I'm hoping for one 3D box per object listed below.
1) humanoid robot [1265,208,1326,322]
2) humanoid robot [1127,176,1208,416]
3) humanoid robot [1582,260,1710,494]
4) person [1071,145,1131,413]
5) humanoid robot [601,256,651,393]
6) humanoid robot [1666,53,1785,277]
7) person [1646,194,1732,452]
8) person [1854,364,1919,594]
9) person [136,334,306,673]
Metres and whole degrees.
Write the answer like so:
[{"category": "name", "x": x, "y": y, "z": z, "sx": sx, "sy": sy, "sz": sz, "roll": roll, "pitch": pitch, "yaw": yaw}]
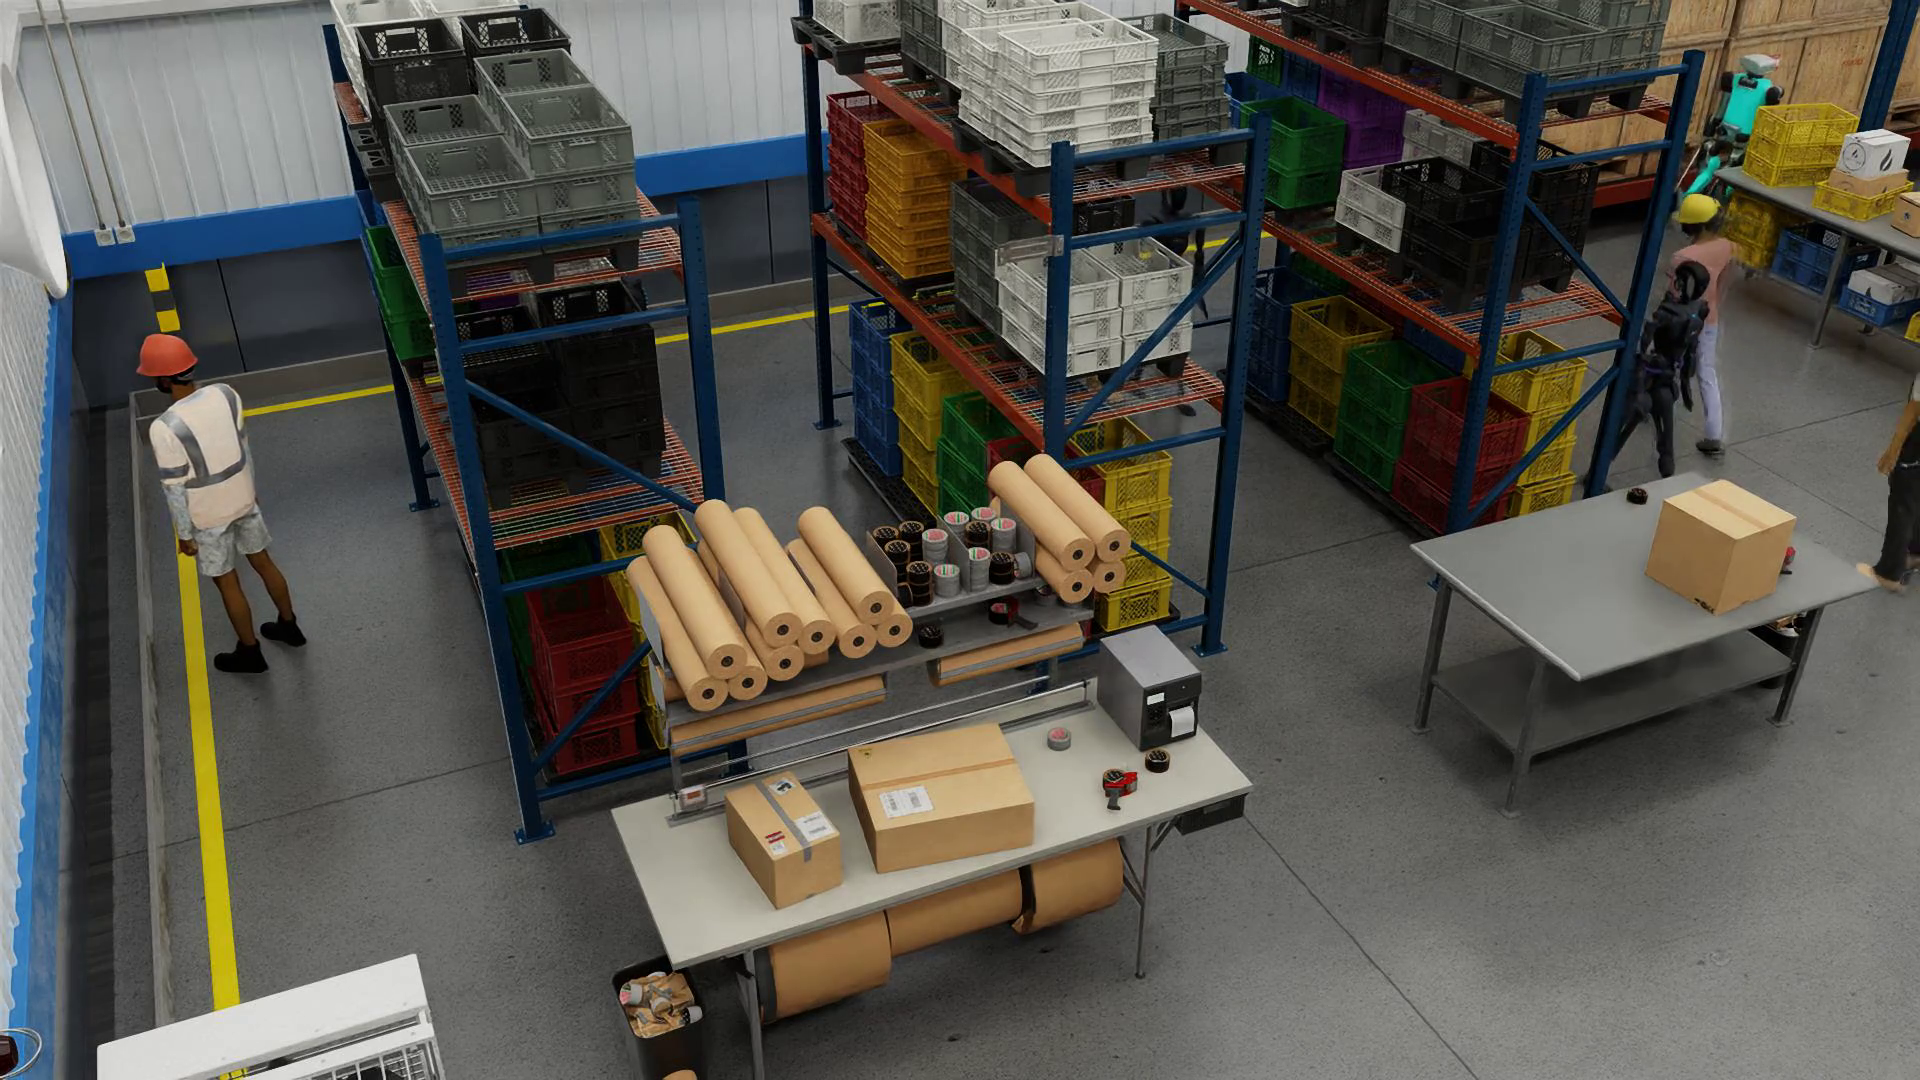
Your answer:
[{"category": "humanoid robot", "x": 2.671, "y": -2.436, "z": 12.605, "sx": 0.637, "sy": 1.637, "sz": 0.585, "roll": 0, "pitch": 32, "yaw": 0}, {"category": "humanoid robot", "x": 1.409, "y": -1.686, "z": 11.389, "sx": 0.596, "sy": 1.643, "sz": 0.567, "roll": -11, "pitch": 33, "yaw": -18}, {"category": "humanoid robot", "x": 4.274, "y": -0.920, "z": 10.136, "sx": 0.583, "sy": 1.632, "sz": 0.725, "roll": -18, "pitch": 36, "yaw": -27}, {"category": "person", "x": 0.972, "y": -1.790, "z": 11.204, "sx": 0.433, "sy": 2.027, "sz": 0.620, "roll": 22, "pitch": 38, "yaw": 31}, {"category": "humanoid robot", "x": -2.037, "y": -1.054, "z": 10.325, "sx": 0.315, "sy": 1.657, "sz": 0.599, "roll": -6, "pitch": 32, "yaw": -10}, {"category": "humanoid robot", "x": 6.039, "y": -2.938, "z": 13.435, "sx": 0.817, "sy": 1.880, "sz": 0.553, "roll": -18, "pitch": 36, "yaw": -27}, {"category": "person", "x": 4.808, "y": -1.430, "z": 10.921, "sx": 0.531, "sy": 1.703, "sz": 0.929, "roll": -10, "pitch": 33, "yaw": -16}, {"category": "person", "x": 5.427, "y": -0.544, "z": 9.362, "sx": 0.526, "sy": 1.828, "sz": 0.417, "roll": -16, "pitch": 35, "yaw": -24}, {"category": "person", "x": -3.908, "y": -0.187, "z": 8.705, "sx": 0.419, "sy": 1.925, "sz": 0.557, "roll": 13, "pitch": 34, "yaw": 20}]
